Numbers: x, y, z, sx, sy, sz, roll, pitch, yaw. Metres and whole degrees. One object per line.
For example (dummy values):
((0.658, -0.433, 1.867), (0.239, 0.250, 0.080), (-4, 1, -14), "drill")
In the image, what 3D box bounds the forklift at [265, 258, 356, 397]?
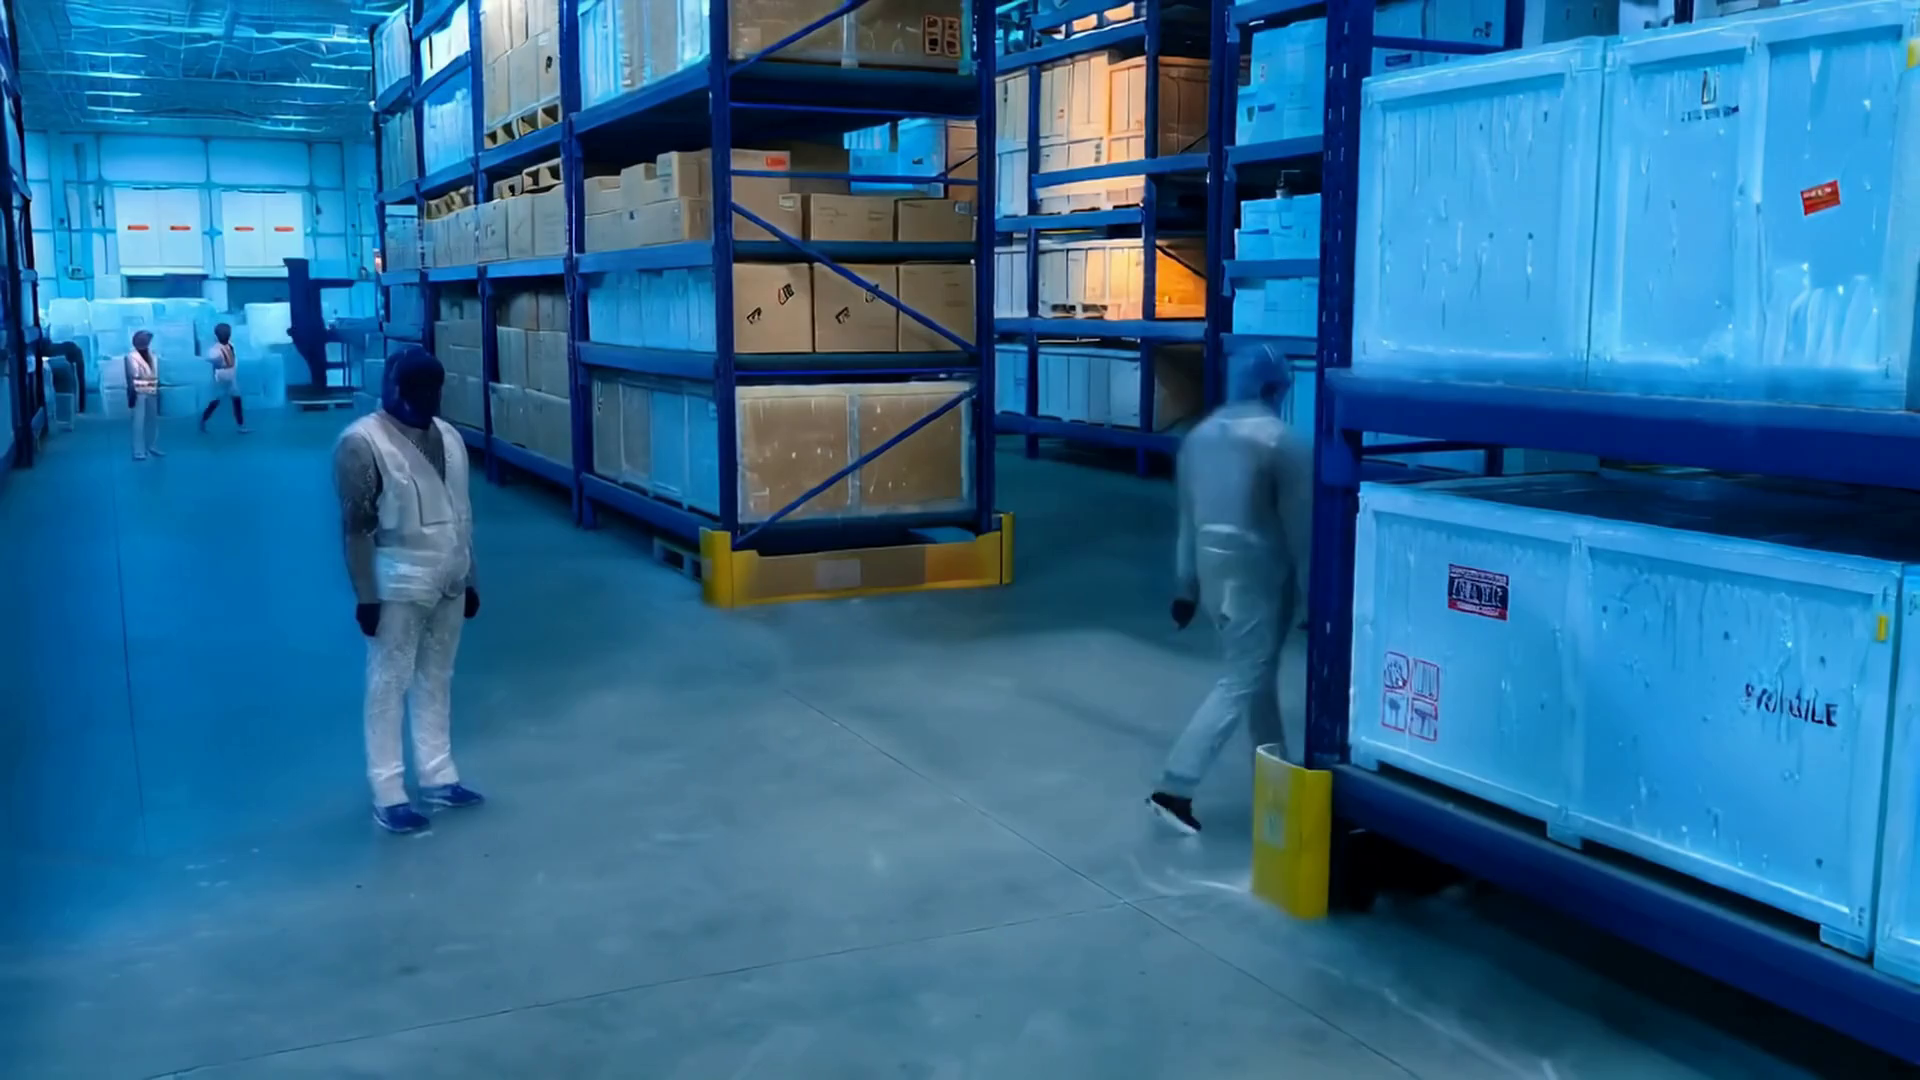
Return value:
((-13.290, -4.266, 33.509), (1.873, 2.768, 1.129), (-4, 9, -26), "forklift")

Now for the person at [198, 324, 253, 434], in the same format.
((-11.048, -2.403, 24.848), (0.835, 1.665, 0.536), (3, 9, 22), "person")

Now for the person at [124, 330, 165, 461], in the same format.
((-10.256, -1.819, 20.900), (0.310, 1.636, 0.523), (2, 9, 14), "person")

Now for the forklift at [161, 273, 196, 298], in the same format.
((-24.375, -6.952, 52.030), (1.873, 2.768, 1.129), (6, 10, 35), "forklift")

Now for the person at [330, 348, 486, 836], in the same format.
((-2.083, 0.186, 6.390), (0.430, 1.838, 0.619), (4, 9, 24), "person")

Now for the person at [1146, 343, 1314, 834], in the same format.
((1.079, 0.173, 6.409), (0.992, 1.864, 0.627), (-5, 10, -31), "person")

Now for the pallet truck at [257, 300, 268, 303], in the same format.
((-23.913, -7.404, 58.171), (1.885, 1.965, 0.823), (-1, 8, -9), "pallet truck")
